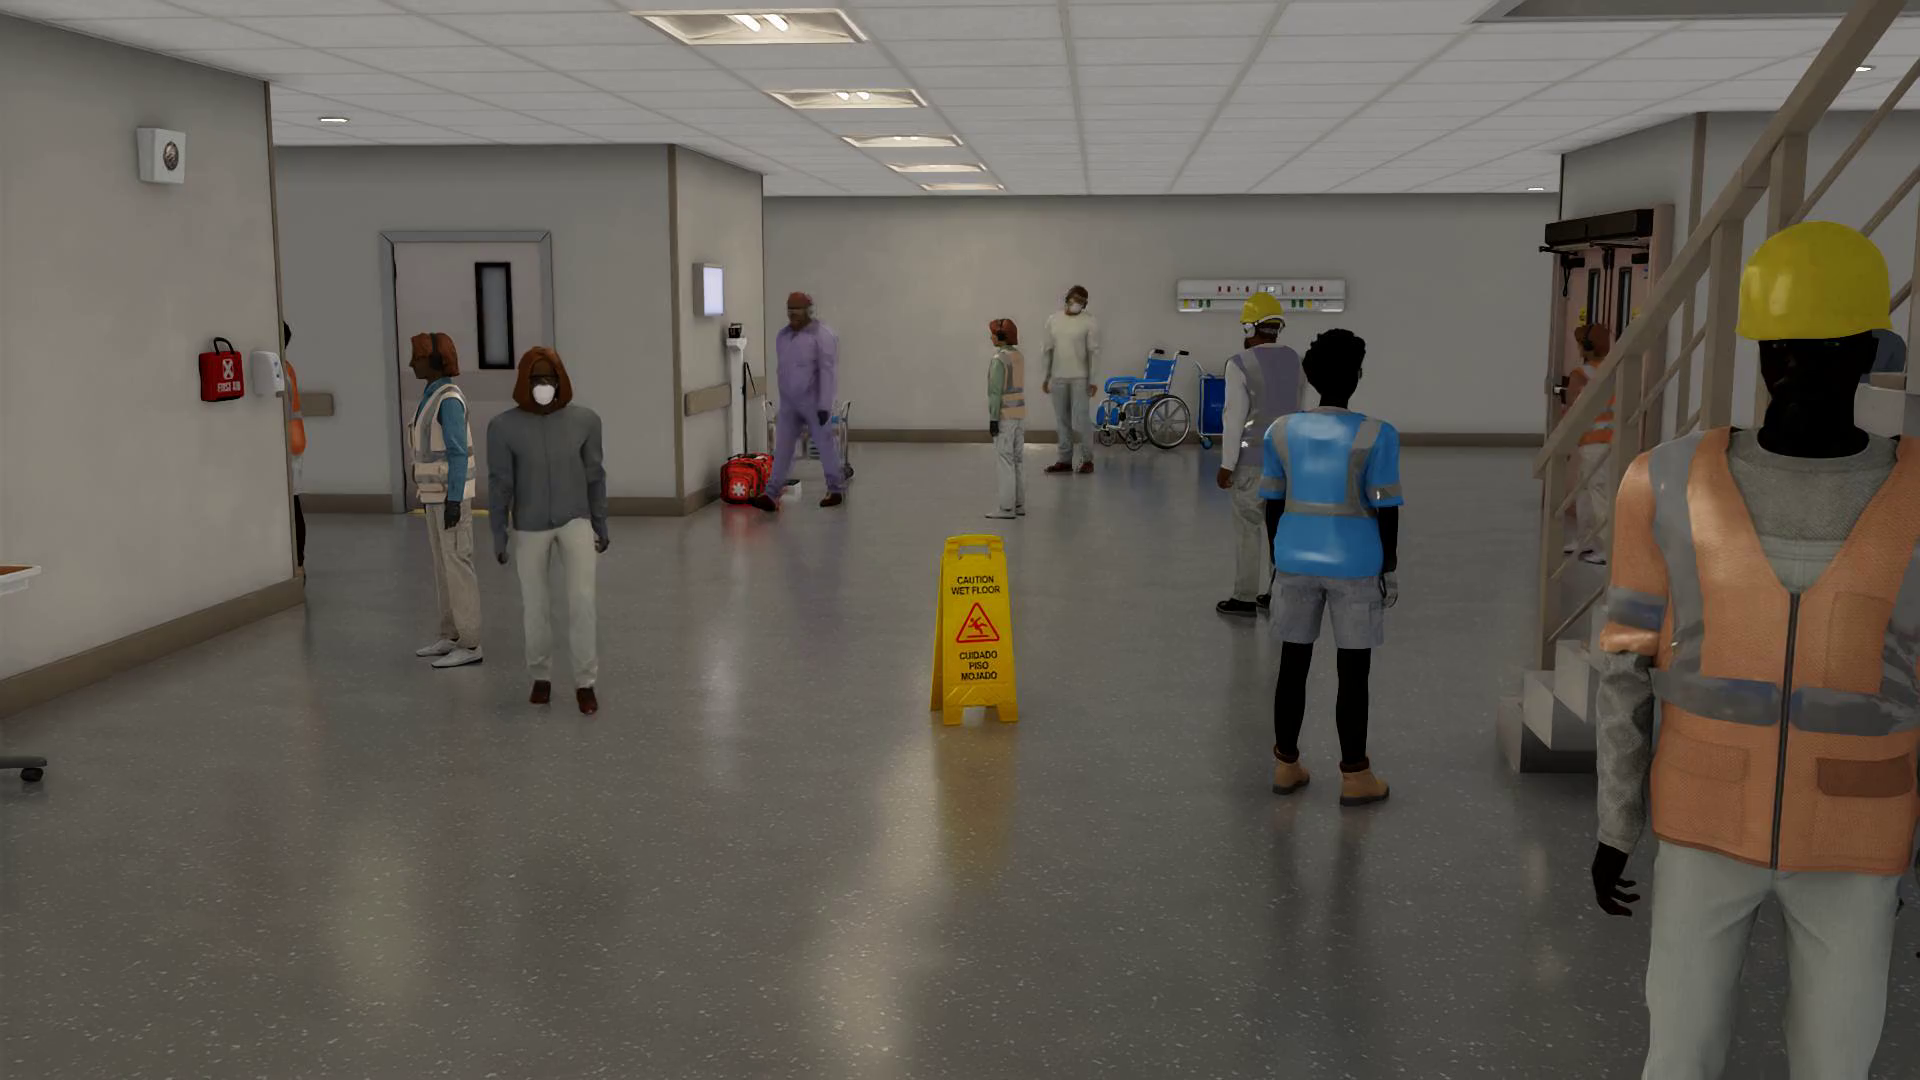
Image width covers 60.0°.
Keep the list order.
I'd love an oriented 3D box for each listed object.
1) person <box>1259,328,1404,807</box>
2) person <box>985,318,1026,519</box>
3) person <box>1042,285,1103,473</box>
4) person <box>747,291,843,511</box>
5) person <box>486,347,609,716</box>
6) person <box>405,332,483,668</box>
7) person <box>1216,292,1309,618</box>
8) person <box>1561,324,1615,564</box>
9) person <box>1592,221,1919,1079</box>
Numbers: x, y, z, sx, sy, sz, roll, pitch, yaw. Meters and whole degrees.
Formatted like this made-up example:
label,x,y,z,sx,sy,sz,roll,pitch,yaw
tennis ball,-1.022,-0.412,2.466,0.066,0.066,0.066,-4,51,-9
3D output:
label,x,y,z,sx,sy,sz,roll,pitch,yaw
person,1.324,0.099,5.945,0.535,1.700,0.318,6,10,36
person,0.378,-0.986,13.564,0.315,1.629,0.508,4,9,26
person,1.147,-1.629,16.982,0.671,1.919,0.401,6,10,35
person,-1.339,-1.168,14.063,0.662,1.841,1.030,6,10,34
person,-1.770,-0.031,7.190,0.514,1.592,0.699,-3,9,-18
person,-2.533,-0.198,8.167,0.310,1.638,0.522,-5,10,-30
person,1.691,-0.478,9.418,0.600,1.831,0.404,-5,10,-33
person,4.281,-0.655,11.323,0.553,1.610,0.700,-6,10,-36
person,1.331,0.463,2.700,0.587,1.927,0.369,4,9,27
